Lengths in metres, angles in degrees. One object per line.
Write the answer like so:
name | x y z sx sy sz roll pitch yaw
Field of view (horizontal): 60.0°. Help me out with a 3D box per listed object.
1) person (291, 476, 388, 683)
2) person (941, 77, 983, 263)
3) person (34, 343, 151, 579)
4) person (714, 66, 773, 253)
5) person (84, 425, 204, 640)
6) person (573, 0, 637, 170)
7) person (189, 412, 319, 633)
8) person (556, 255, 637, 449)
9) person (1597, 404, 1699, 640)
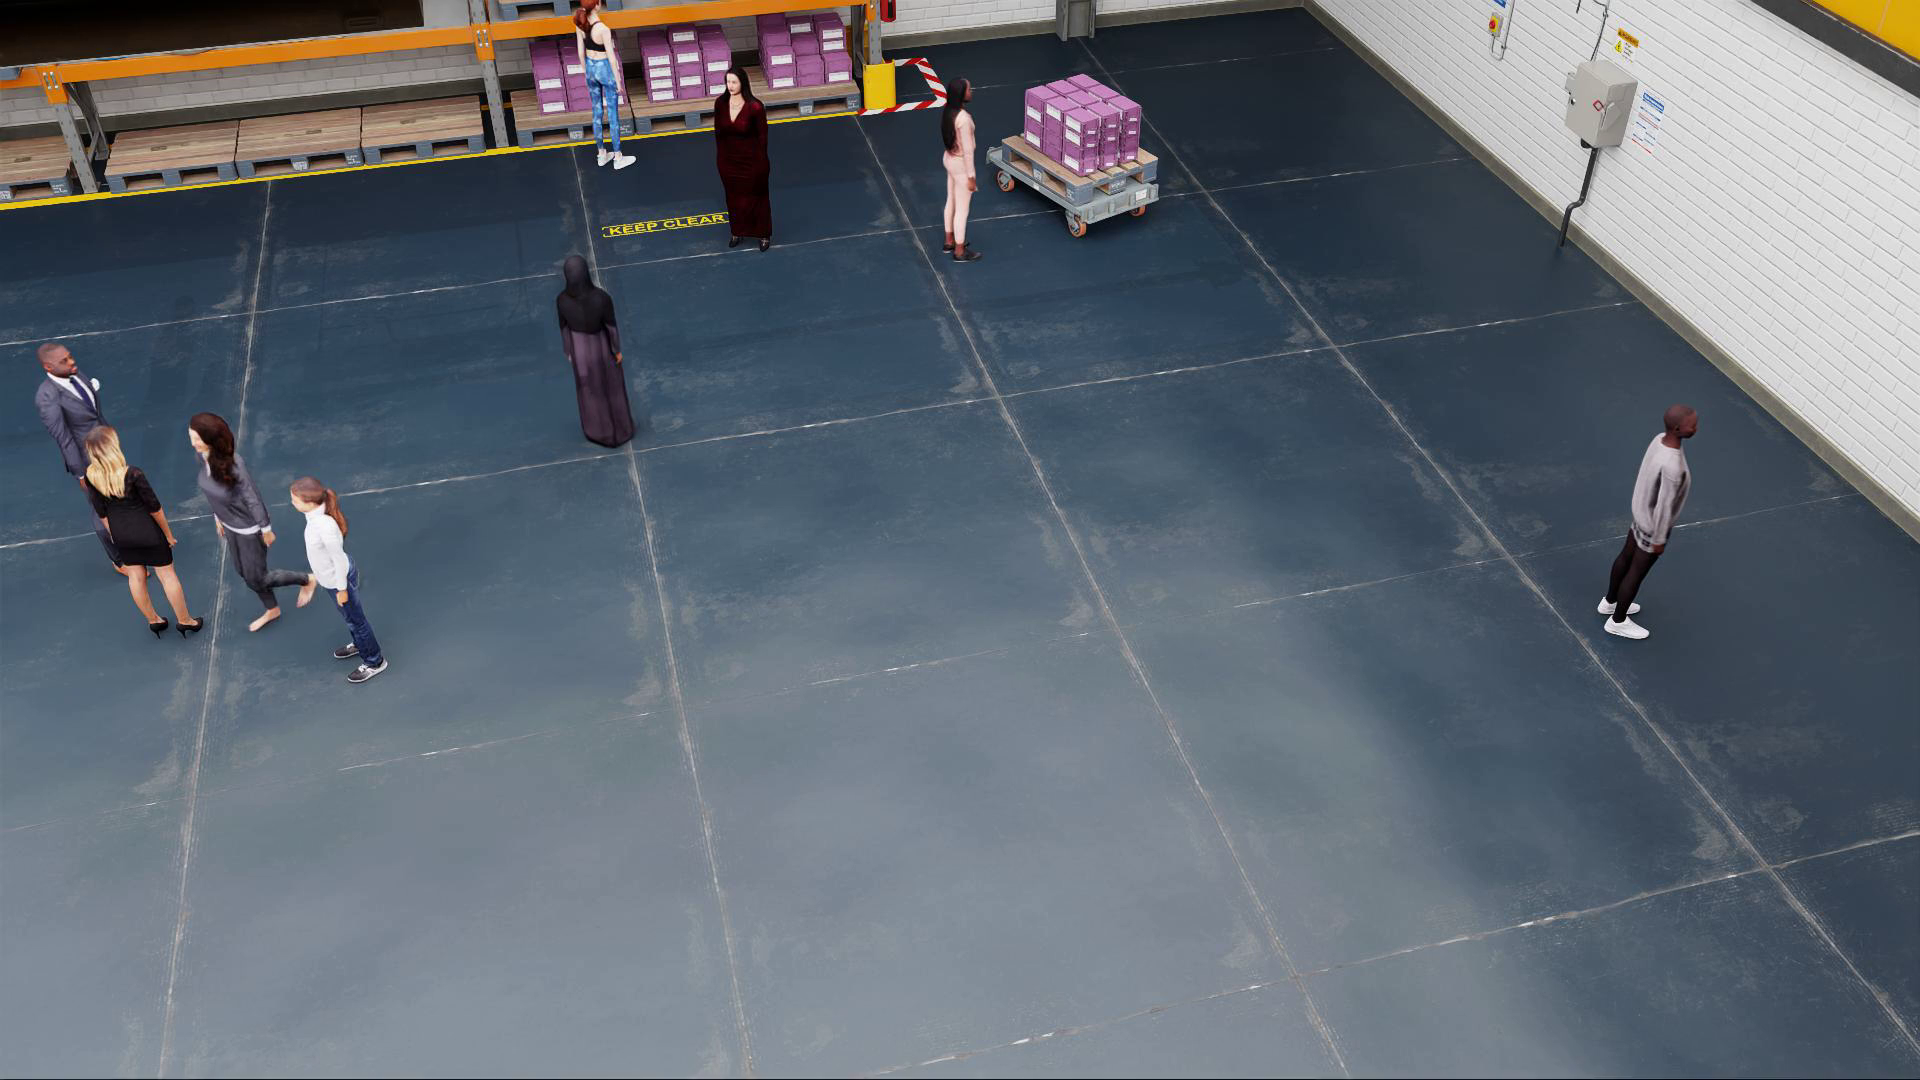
person | -3.988 0.221 10.670 0.592 1.556 0.592 -22 44 -25
person | -0.013 -3.342 15.000 0.553 1.720 0.632 -13 40 -15
person | -5.974 -0.574 11.451 0.696 1.824 0.752 0 39 0
person | -1.970 -3.470 15.130 0.714 1.758 0.820 10 40 12
person | -5.388 -0.035 10.897 0.505 1.673 0.665 2 39 2
person | -3.548 -4.559 16.471 0.680 1.785 0.747 17 42 20
person | -4.659 -0.157 10.987 0.815 1.751 0.885 26 45 29
person | -2.811 -1.452 12.718 0.644 1.615 0.753 3 39 3
person | 4.537 -0.142 10.951 0.667 1.772 0.687 5 39 6
